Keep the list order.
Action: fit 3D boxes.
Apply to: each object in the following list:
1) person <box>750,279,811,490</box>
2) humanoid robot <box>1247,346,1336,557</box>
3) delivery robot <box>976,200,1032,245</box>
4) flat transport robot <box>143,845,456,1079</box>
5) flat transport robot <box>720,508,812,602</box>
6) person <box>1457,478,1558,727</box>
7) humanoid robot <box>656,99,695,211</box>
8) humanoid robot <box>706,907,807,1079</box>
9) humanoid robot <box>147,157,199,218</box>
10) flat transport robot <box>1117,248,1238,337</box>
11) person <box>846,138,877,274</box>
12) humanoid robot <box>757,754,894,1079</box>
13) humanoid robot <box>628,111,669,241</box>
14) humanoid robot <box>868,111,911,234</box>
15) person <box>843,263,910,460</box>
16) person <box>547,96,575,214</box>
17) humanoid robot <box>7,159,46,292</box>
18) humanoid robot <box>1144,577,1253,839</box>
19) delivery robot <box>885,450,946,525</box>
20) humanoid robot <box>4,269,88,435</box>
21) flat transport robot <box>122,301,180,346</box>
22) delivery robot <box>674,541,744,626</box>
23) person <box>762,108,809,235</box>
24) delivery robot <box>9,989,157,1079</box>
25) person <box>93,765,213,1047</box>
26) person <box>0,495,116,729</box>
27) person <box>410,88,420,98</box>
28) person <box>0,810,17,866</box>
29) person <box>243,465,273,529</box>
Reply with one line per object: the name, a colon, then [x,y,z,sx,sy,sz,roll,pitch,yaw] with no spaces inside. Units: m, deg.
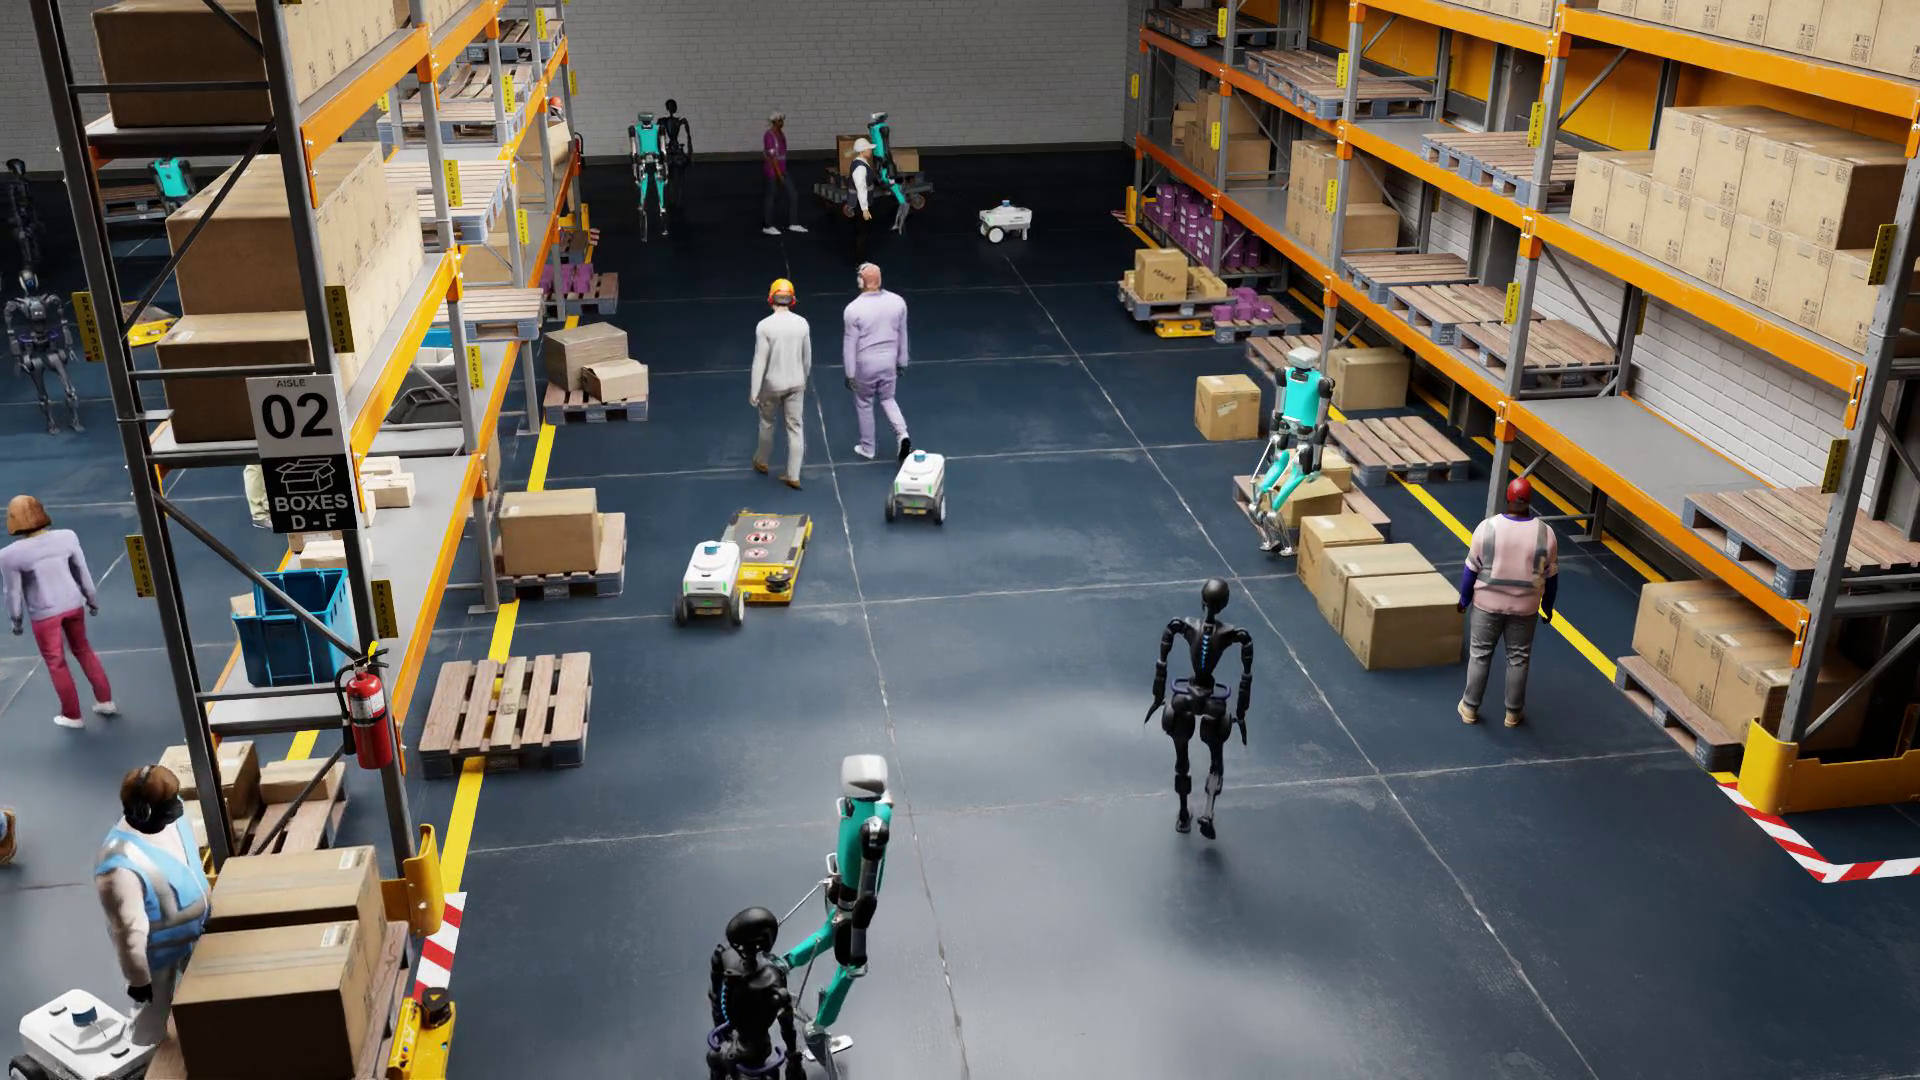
person: [-1.645,-1.423,14.967,0.634,1.839,0.883,-11,26,-24]
humanoid robot: [2.539,-0.657,13.183,0.735,1.677,0.533,-20,31,-38]
delivery robot: [0.623,-4.514,23.609,0.768,0.597,0.524,-8,25,-17]
flat transport robot: [-3.203,2.499,7.985,1.431,0.231,0.659,-4,24,-8]
flat transport robot: [-1.603,0.115,13.415,0.659,0.231,1.431,1,24,2]
person: [3.577,0.409,10.899,0.604,1.756,0.419,5,24,12]
humanoid robot: [-4.323,-5.840,25.225,0.605,1.647,0.420,3,24,6]
humanoid robot: [-0.854,2.203,6.914,0.604,1.652,0.322,22,32,40]
humanoid robot: [-10.016,-4.280,21.594,0.563,1.723,1.007,1,24,2]
flat transport robot: [2.543,-2.699,19.826,0.659,0.231,1.431,-3,24,-7]
person: [-1.279,-4.376,21.791,0.423,1.759,0.750,-2,24,-6]
humanoid robot: [-0.672,1.869,7.736,0.745,1.898,0.556,-5,24,-11]
humanoid robot: [-4.356,-5.101,23.531,0.531,1.803,0.806,-6,24,-13]
humanoid robot: [-0.935,-5.231,23.859,0.698,1.855,0.533,-11,26,-24]
person: [-0.755,-1.606,15.334,0.670,1.879,0.647,-14,27,-29]
person: [-6.008,-5.761,24.953,0.564,1.750,0.339,2,24,5]
humanoid robot: [-11.838,-3.985,21.012,0.366,1.638,0.642,-4,24,-8]
humanoid robot: [1.366,1.008,9.645,0.610,1.643,0.478,5,24,12]
delivery robot: [-0.352,-0.474,14.399,0.499,0.592,0.771,3,24,8]
humanoid robot: [-8.836,-1.805,16.042,0.593,1.643,0.457,-22,32,-40]
flat transport robot: [-9.679,-2.542,19.469,0.659,0.231,1.431,-22,32,-40]
delivery robot: [-1.881,0.315,12.625,0.499,0.611,0.814,0,24,0]
person: [-2.530,-5.219,23.647,0.811,1.811,0.525,10,26,21]
delivery robot: [-4.059,2.420,7.799,0.788,0.587,0.499,15,28,31]
person: [-3.630,1.824,7.608,0.452,1.820,0.639,0,24,0]
person: [-5.941,0.473,10.919,0.312,1.621,0.522,17,29,33]
person: [-8.464,-6.401,26.573,0.671,1.608,0.522,-7,25,-16]
person: [-5.661,1.138,8.991,0.635,1.959,0.911,1,24,3]
person: [-5.915,-0.969,14.040,0.337,1.748,0.561,1,24,3]
